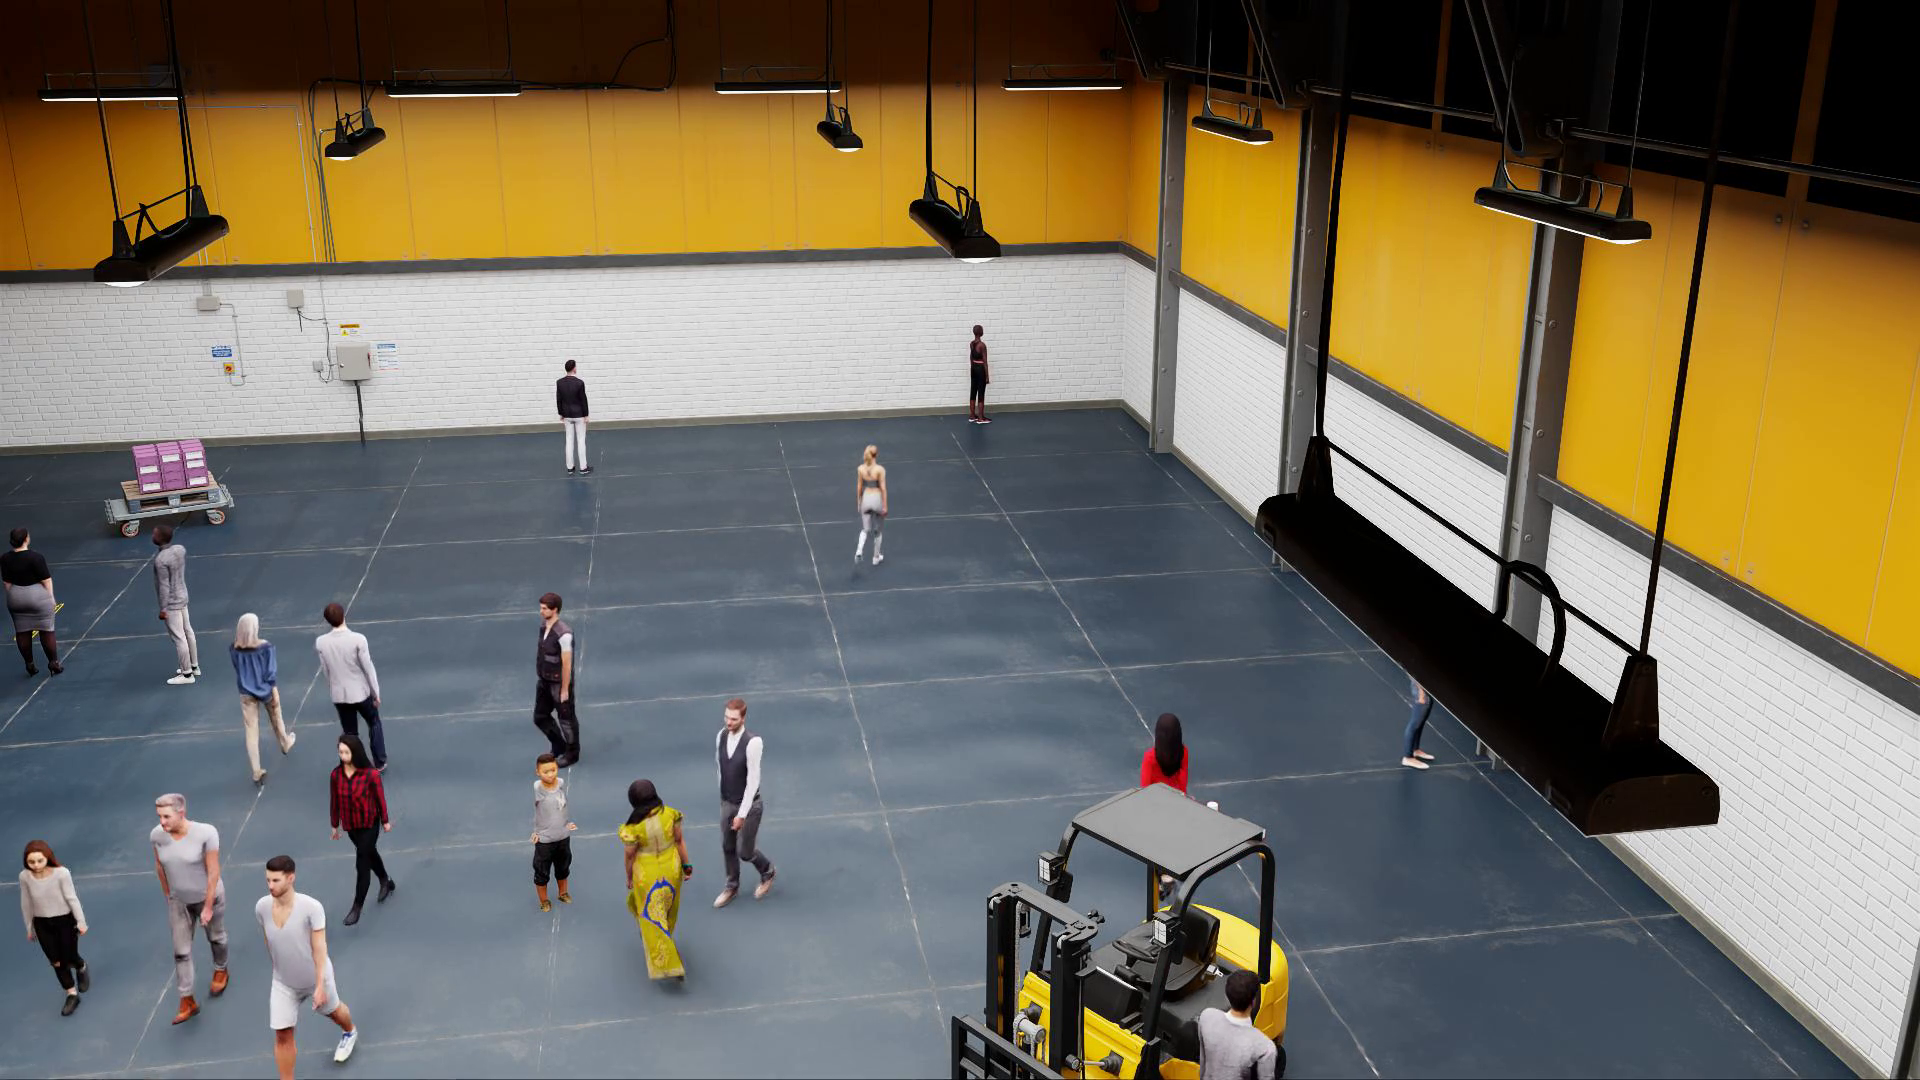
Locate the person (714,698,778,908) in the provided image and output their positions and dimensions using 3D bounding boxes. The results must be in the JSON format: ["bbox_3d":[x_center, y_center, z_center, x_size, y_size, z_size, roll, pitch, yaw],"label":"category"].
[{"bbox_3d":[-1.790,2.200,14.039,0.944,1.918,1.001,16,24,39],"label":"person"}]

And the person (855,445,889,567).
[{"bbox_3d":[-1.201,-0.424,22.197,0.831,1.685,1.002,6,20,18],"label":"person"}]

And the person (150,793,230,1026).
[{"bbox_3d":[-5.818,2.702,12.759,0.758,1.782,1.068,-1,19,-3],"label":"person"}]

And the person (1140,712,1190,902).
[{"bbox_3d":[1.746,2.298,14.028,0.726,1.738,0.847,-8,20,-23],"label":"person"}]

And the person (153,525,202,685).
[{"bbox_3d":[-8.780,0.701,18.612,0.775,1.839,0.542,0,19,-1],"label":"person"}]

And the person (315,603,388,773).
[{"bbox_3d":[-5.955,1.534,16.173,0.733,1.818,0.674,-1,19,-2],"label":"person"}]

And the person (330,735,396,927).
[{"bbox_3d":[-5.003,2.364,14.016,0.839,1.621,1.118,3,19,10],"label":"person"}]

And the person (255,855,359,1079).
[{"bbox_3d":[-4.590,3.018,11.774,0.904,1.812,1.285,2,19,5],"label":"person"}]

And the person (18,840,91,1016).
[{"bbox_3d":[-6.880,2.891,12.690,0.568,1.469,0.638,-3,19,-9],"label":"person"}]

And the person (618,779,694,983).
[{"bbox_3d":[-2.351,2.700,13.048,1.150,1.603,1.434,-13,22,-33],"label":"person"}]

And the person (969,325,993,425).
[{"bbox_3d":[0.319,-2.967,29.632,0.722,1.758,0.621,-15,24,-38],"label":"person"}]

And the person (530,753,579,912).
[{"bbox_3d":[-3.470,2.424,14.096,0.647,1.456,0.647,-14,23,-35],"label":"person"}]

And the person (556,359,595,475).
[{"bbox_3d":[-6.175,-1.981,26.570,0.735,1.843,0.687,4,19,12],"label":"person"}]

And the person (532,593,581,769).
[{"bbox_3d":[-3.944,1.375,16.607,0.768,1.842,0.855,18,25,42],"label":"person"}]

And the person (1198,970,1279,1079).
[{"bbox_3d":[1.606,3.518,10.141,0.828,1.908,0.906,14,23,36],"label":"person"}]

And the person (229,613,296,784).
[{"bbox_3d":[-6.918,1.575,16.318,0.739,1.648,1.137,0,19,-1],"label":"person"}]

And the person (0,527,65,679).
[{"bbox_3d":[-10.482,0.696,18.753,0.699,1.759,0.647,-1,19,-3],"label":"person"}]
